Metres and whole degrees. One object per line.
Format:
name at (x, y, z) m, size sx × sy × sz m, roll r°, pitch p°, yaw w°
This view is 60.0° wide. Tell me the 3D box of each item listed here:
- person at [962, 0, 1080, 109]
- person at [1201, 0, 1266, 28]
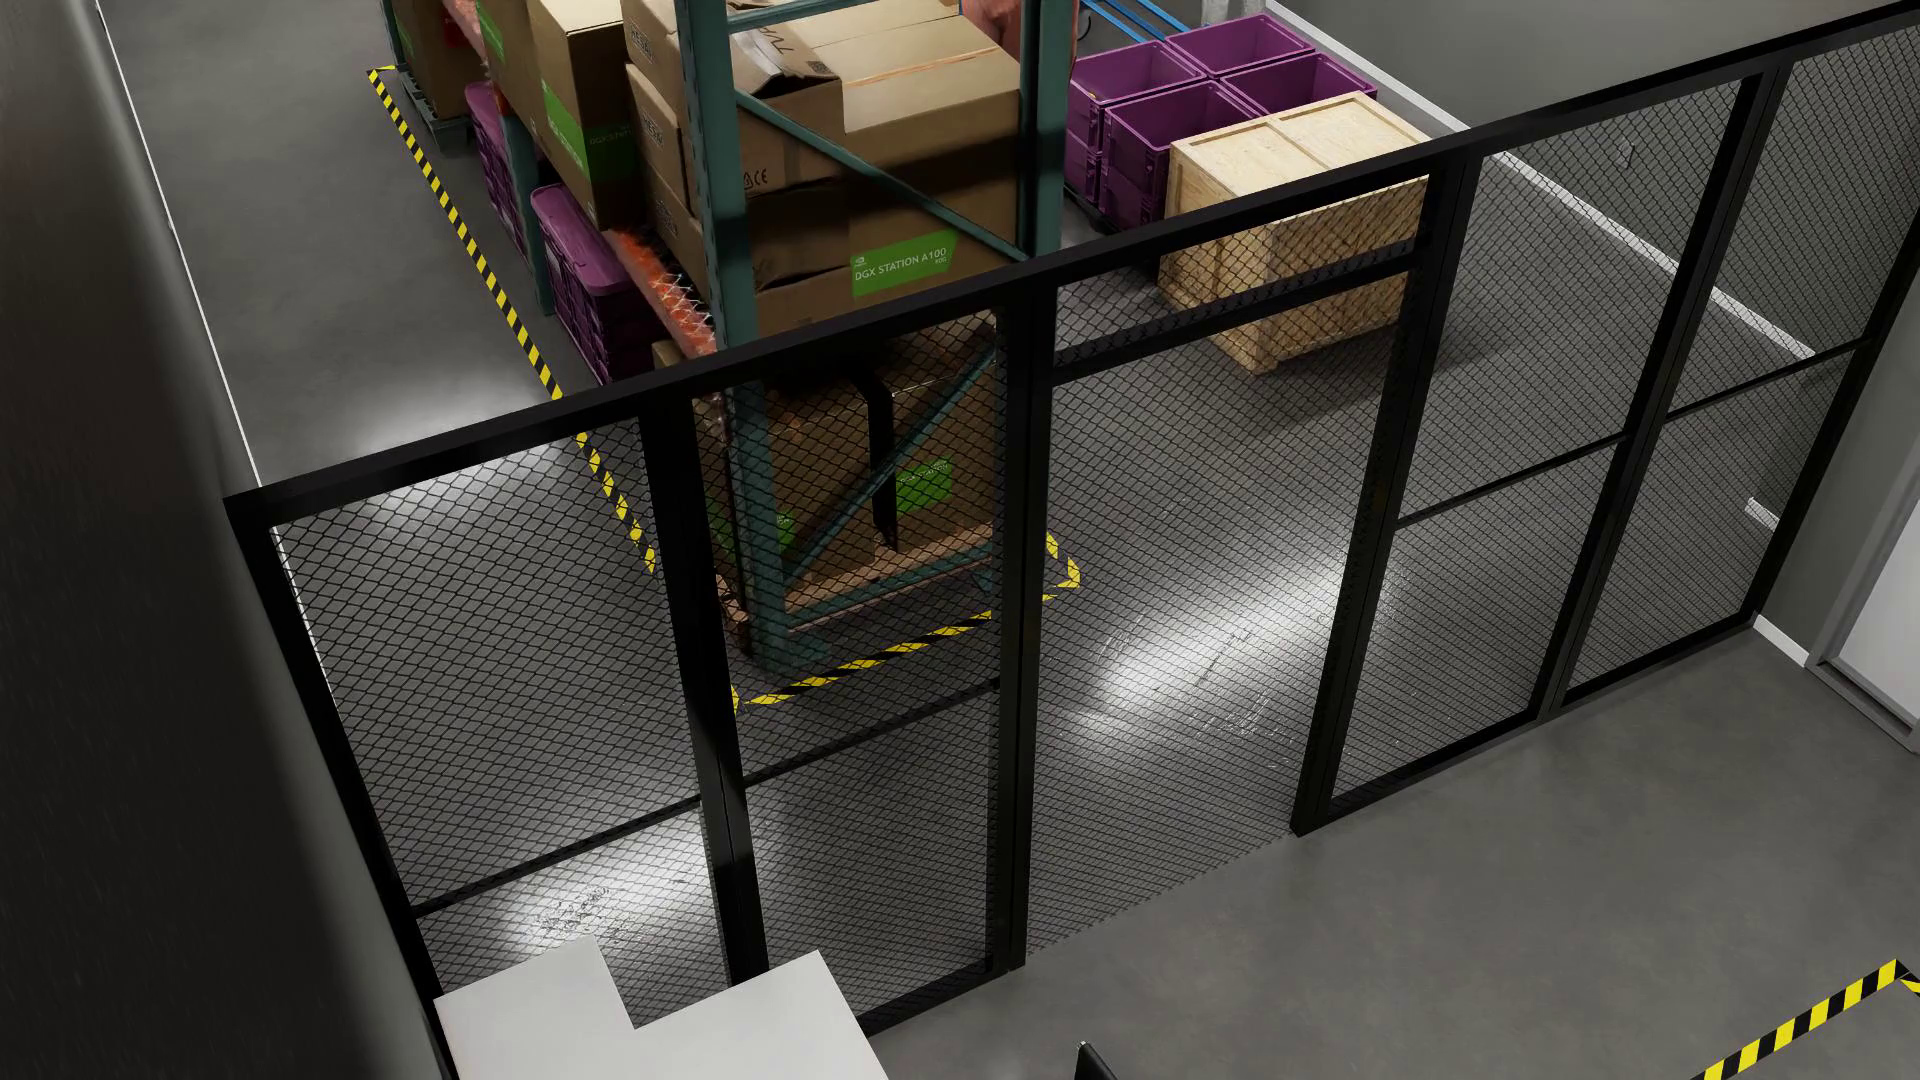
person at (0.222, -1.813, 6.894) m, size 0.622 × 1.985 × 0.388 m, roll -32°, pitch 51°, yaw -30°
person at (1.432, -3.278, 8.609) m, size 0.600 × 1.830 × 0.404 m, roll -17°, pitch 45°, yaw -18°
